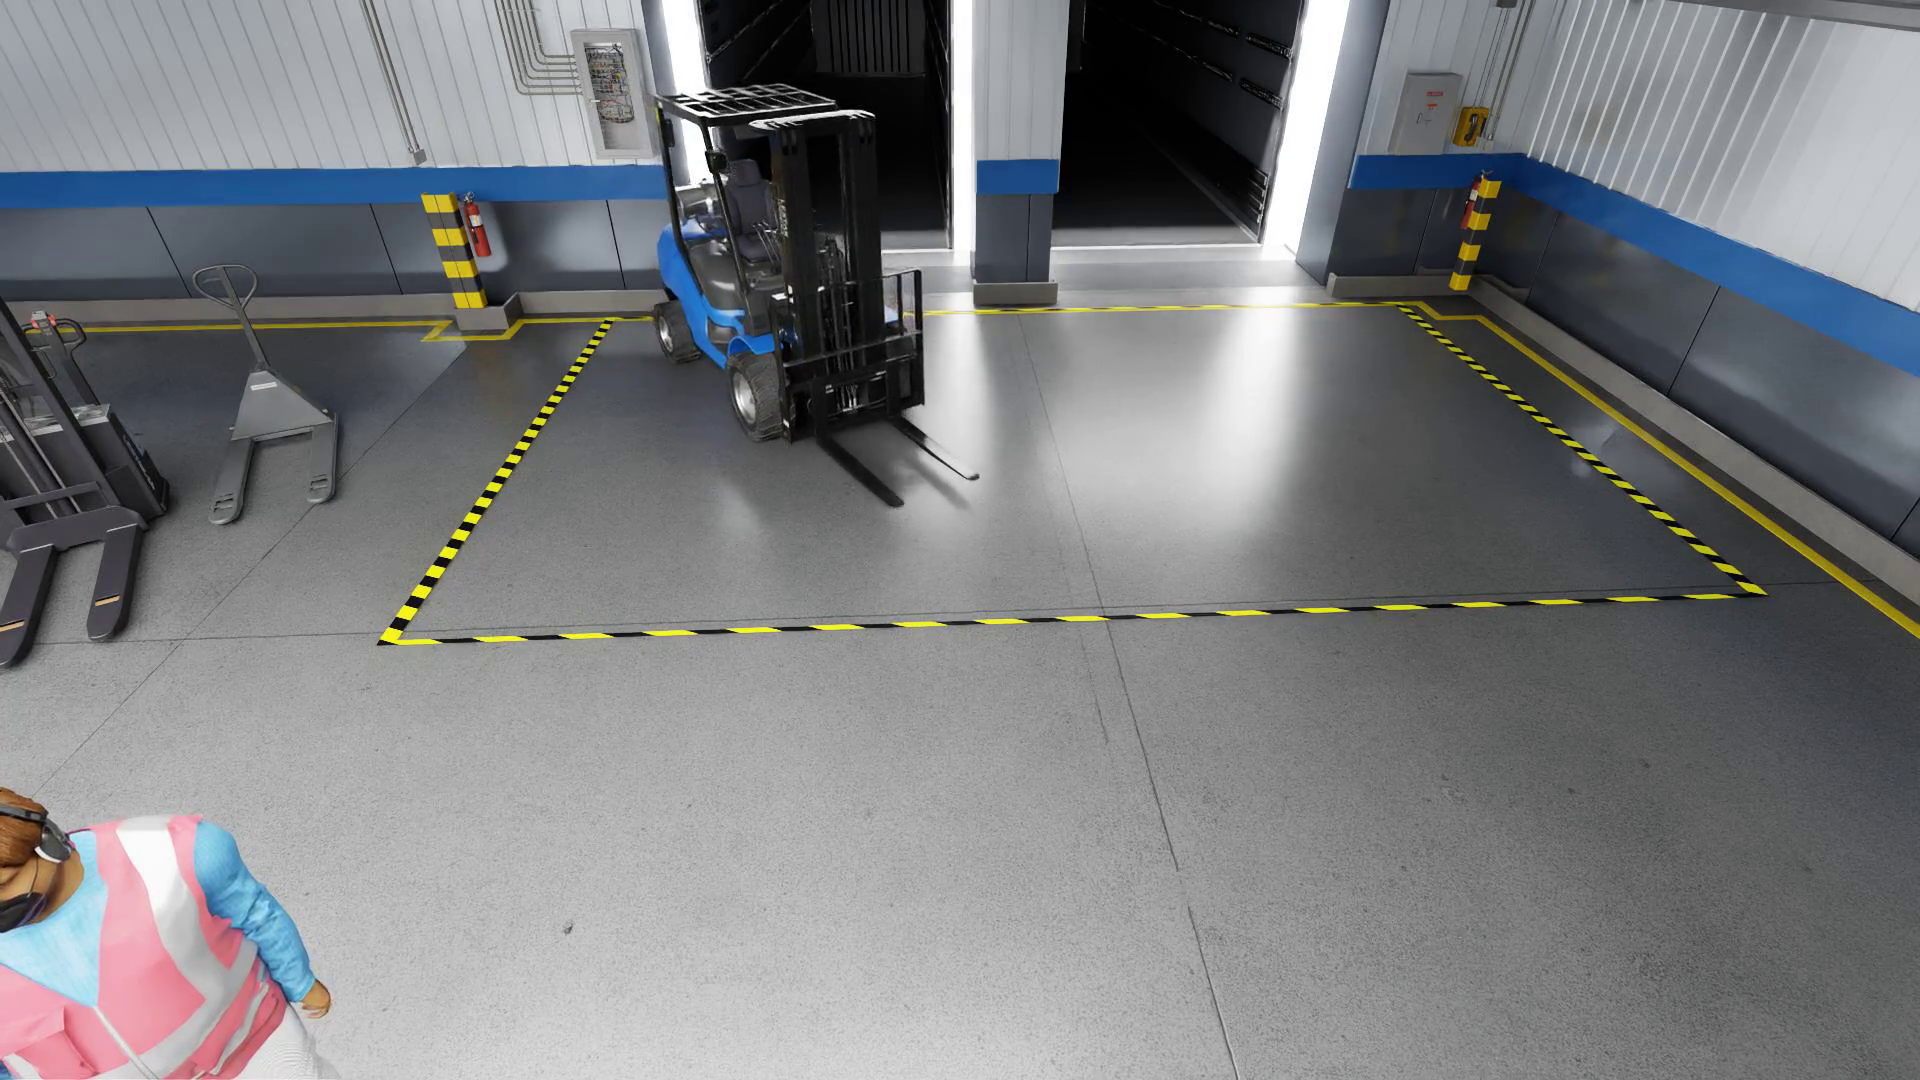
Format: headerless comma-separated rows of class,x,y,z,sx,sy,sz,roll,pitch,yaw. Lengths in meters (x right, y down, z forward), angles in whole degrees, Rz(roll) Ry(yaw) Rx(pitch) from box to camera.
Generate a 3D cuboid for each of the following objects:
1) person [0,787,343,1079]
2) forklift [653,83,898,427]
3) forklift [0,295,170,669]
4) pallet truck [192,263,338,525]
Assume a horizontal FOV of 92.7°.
person,-1.953,1.275,2.292,0.635,1.841,0.429,-27,43,-33
forklift,-1.461,-2.280,6.951,1.157,2.036,2.680,-21,40,-27
forklift,-5.212,-0.618,4.878,0.823,1.965,1.885,-20,39,-26
pallet truck,-4.778,-1.027,6.128,0.680,1.201,1.601,-17,38,-23
